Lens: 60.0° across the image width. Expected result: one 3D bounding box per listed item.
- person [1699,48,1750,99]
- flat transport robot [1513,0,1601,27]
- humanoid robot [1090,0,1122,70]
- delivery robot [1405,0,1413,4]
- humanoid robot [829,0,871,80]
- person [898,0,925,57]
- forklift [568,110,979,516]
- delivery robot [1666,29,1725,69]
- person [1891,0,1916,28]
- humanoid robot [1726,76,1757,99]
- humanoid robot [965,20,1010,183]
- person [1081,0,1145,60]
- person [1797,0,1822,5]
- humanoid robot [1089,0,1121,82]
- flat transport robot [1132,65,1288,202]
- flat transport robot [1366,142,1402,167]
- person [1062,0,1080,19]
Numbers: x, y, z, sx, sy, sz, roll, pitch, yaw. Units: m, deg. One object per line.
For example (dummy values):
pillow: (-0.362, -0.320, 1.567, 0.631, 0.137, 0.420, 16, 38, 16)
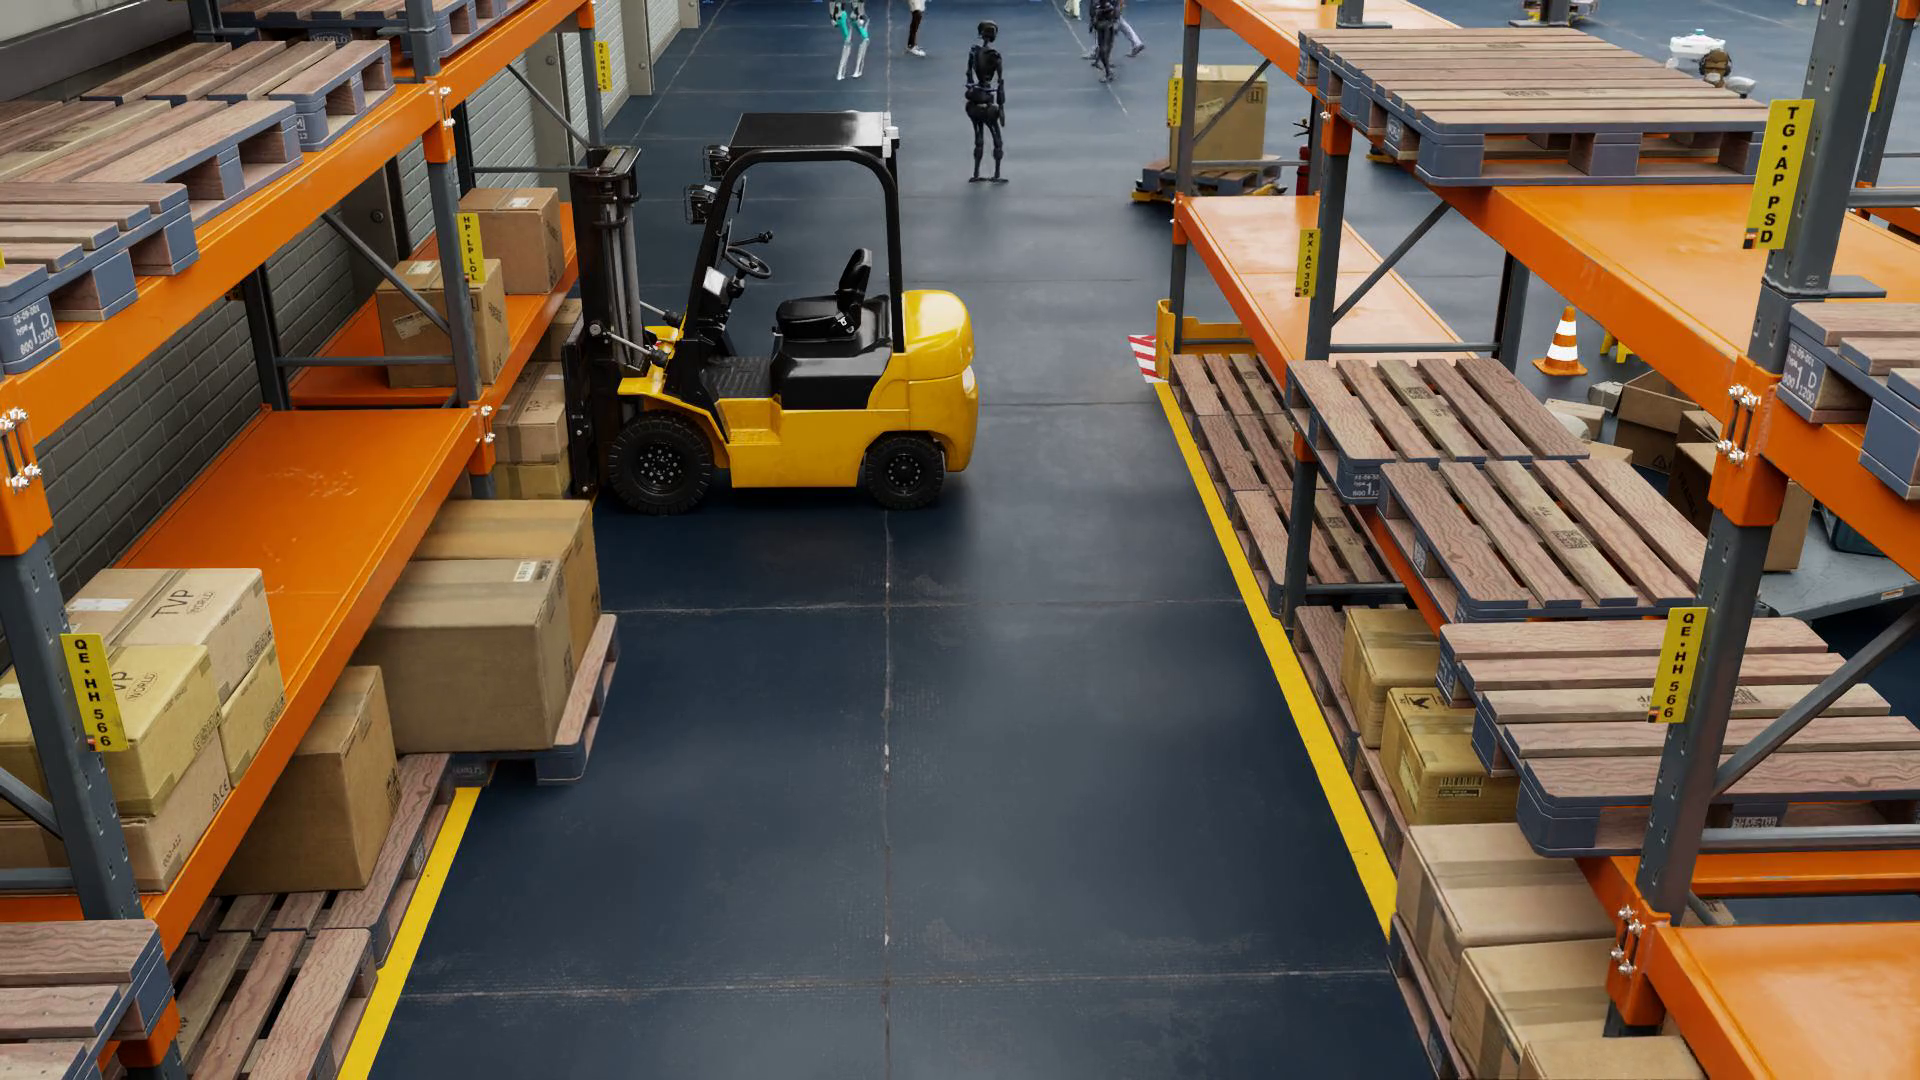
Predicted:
person: (6.261, -3.187, 14.118, 0.622, 1.931, 0.368, 11, 28, 22)
flat transport robot: (10.012, -8.815, 27.971, 0.659, 0.231, 1.431, 14, 29, 28)
humanoid robot: (2.114, -7.566, 23.694, 0.364, 1.646, 0.598, 7, 26, 14)
delivery robot: (7.515, -9.433, 28.966, 0.807, 0.613, 0.499, 0, 25, -1)
humanoid robot: (-1.487, -7.250, 22.937, 0.542, 1.800, 0.725, 10, 27, 20)
person: (-0.679, -8.187, 24.753, 0.417, 1.886, 0.577, 17, 30, 32)
forklift: (-1.043, -1.379, 9.976, 2.313, 2.155, 1.214, -1, 25, -2)
delivery robot: (10.524, -6.965, 23.734, 0.812, 0.609, 0.499, 11, 28, 22)
person: (15.648, -9.345, 27.395, 0.523, 1.713, 0.923, 0, 25, 1)
humanoid robot: (6.480, -2.894, 13.658, 0.711, 1.747, 0.531, 13, 28, 25)
humanoid robot: (0.275, -4.561, 17.314, 0.383, 1.654, 0.608, -19, 31, -34)
person: (2.297, -7.978, 24.404, 0.933, 1.801, 0.579, -3, 25, -6)
person: (15.398, -10.564, 29.778, 0.528, 1.891, 0.405, 7, 26, 14)
humanoid robot: (2.015, -7.124, 22.748, 0.387, 1.641, 0.584, -19, 32, -35)
flat transport robot: (2.510, -3.479, 16.670, 1.431, 0.231, 0.659, 15, 29, 28)
flat transport robot: (5.265, -4.229, 18.259, 1.431, 0.231, 0.659, 16, 30, 31)
person: (1.884, -9.803, 28.370, 0.573, 1.704, 0.804, -14, 29, -27)
